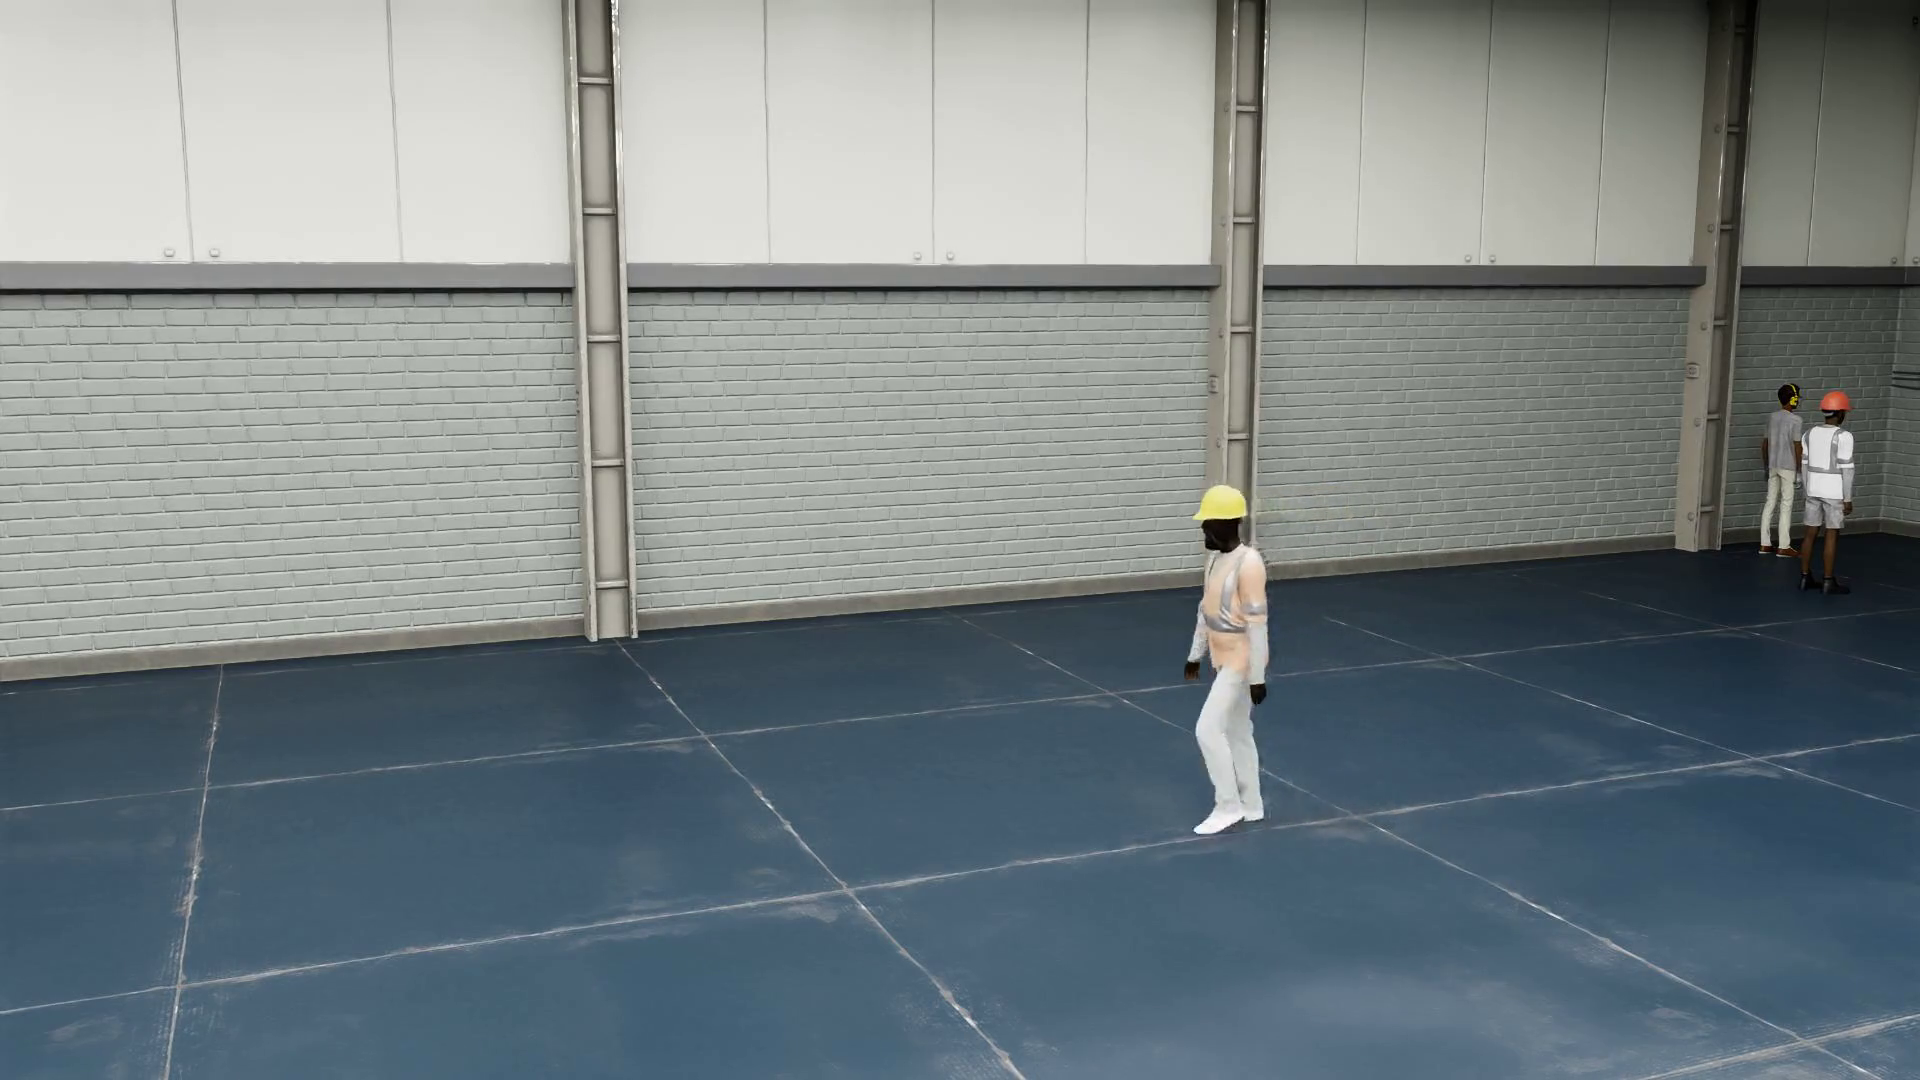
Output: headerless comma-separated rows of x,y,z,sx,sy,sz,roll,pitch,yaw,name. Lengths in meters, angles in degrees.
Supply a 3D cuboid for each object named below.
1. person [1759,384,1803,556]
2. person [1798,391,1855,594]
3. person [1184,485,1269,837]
8.914,-0.755,17.992,0.328,1.872,0.513,-4,10,-22,person
8.284,-0.453,15.870,0.349,1.942,0.545,-4,10,-22,person
1.429,0.653,9.052,0.627,1.907,0.603,-1,9,-6,person
